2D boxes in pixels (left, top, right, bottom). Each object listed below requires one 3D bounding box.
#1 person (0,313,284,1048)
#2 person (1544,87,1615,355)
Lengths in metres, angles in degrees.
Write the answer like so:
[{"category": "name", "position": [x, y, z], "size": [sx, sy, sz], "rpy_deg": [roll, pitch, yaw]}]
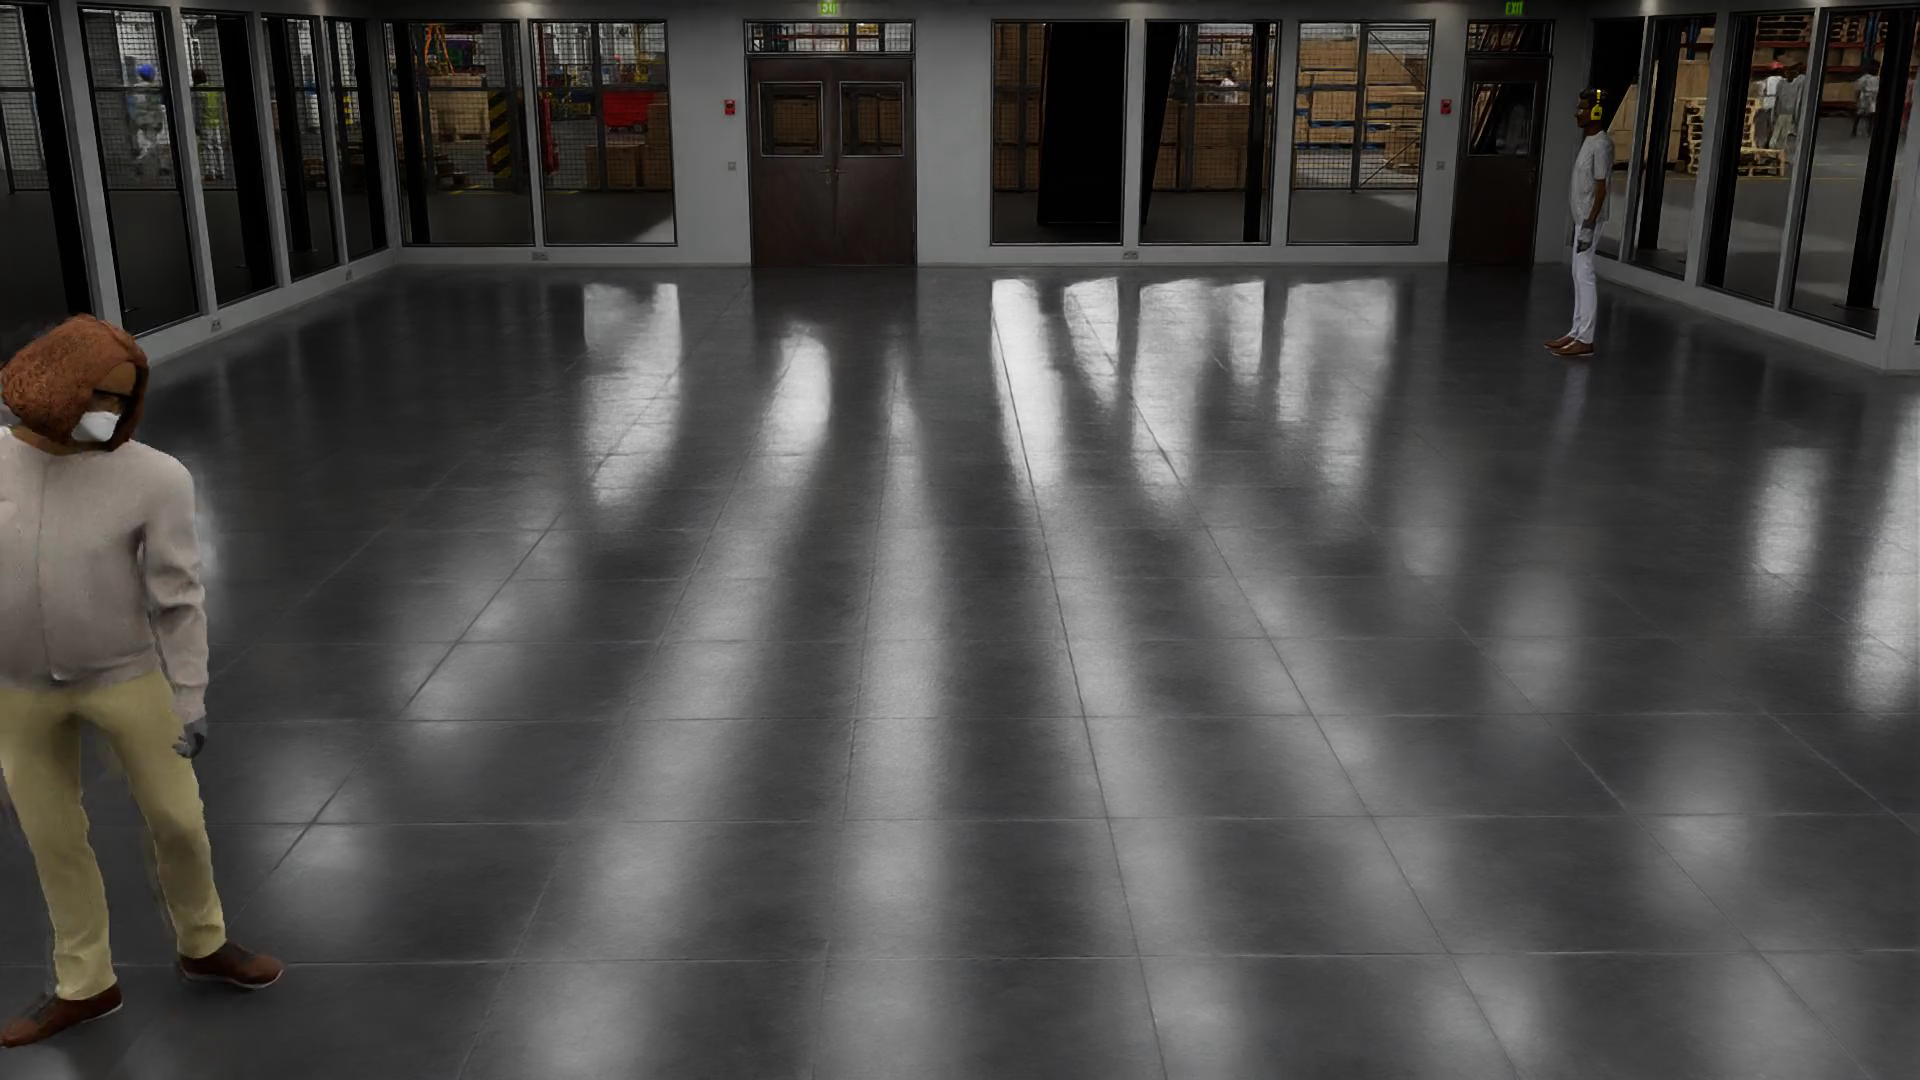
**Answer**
[{"category": "person", "position": [-1.863, 0.322, 3.540], "size": [0.588, 1.612, 0.324], "rpy_deg": [-4, 17, -13]}, {"category": "person", "position": [4.429, -2.245, 11.813], "size": [0.328, 1.873, 0.517], "rpy_deg": [4, 17, 12]}]
